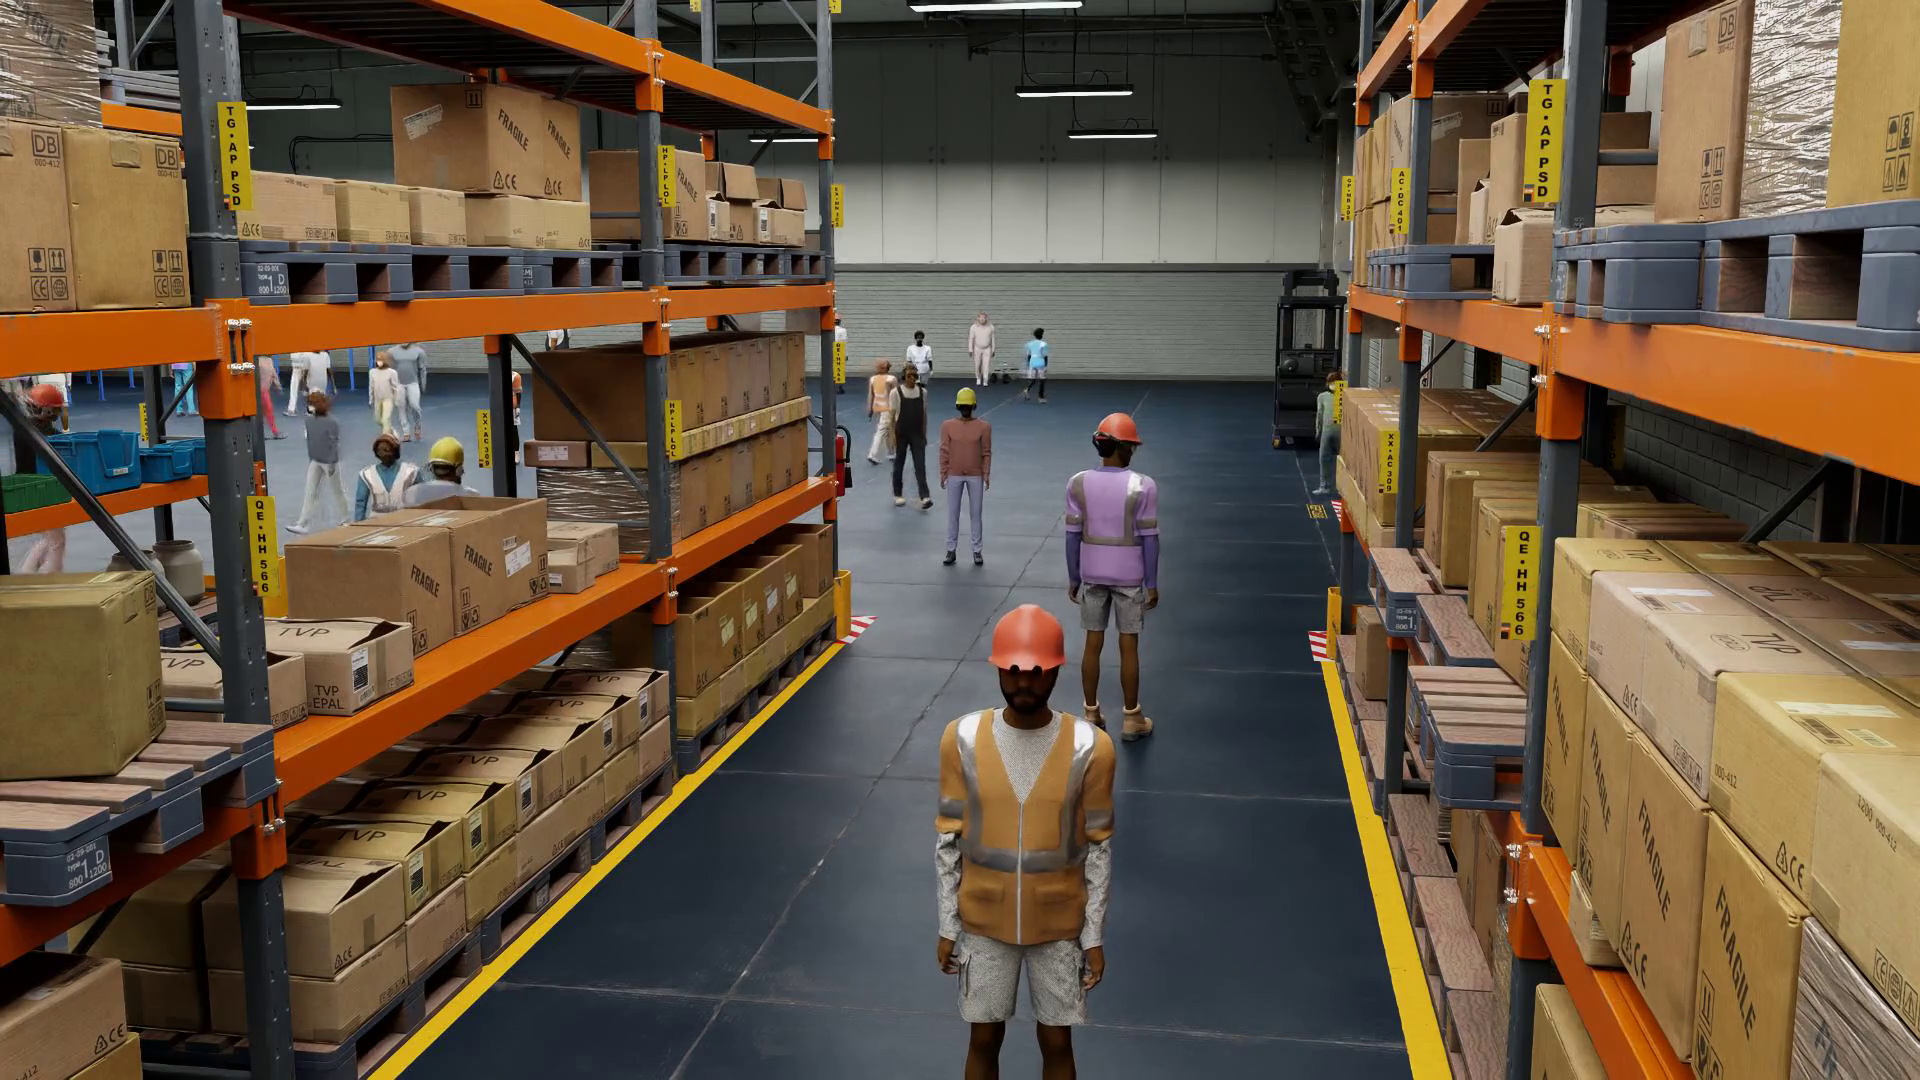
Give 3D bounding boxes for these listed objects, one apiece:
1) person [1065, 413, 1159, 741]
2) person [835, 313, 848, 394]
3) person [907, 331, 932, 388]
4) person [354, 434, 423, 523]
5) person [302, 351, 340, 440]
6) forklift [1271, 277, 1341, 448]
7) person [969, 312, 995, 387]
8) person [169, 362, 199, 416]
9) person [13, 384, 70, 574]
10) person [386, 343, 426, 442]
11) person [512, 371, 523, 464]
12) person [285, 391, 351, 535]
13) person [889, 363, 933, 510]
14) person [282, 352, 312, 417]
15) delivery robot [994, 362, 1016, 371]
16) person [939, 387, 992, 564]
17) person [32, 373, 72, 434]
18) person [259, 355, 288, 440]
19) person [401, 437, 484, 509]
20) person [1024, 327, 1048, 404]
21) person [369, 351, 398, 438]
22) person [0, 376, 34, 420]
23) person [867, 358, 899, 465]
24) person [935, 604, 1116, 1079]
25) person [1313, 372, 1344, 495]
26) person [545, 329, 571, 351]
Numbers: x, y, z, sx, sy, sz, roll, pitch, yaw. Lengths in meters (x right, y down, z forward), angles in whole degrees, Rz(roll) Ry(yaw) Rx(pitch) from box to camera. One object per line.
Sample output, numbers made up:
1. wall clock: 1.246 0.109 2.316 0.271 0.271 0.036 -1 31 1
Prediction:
1. person: 0.965 0.226 10.436 0.605 2.037 0.394 4 10 25
2. person: -2.935 -4.469 39.766 0.569 1.910 0.570 3 10 18
3. person: -0.853 -3.553 34.912 0.538 1.655 0.883 -2 9 -13
4. person: -4.580 -0.035 13.358 0.549 1.597 0.814 -1 9 -9
5. person: -11.108 -2.645 28.818 0.967 1.827 0.538 6 11 31
6. forklift: 5.847 -3.016 27.970 1.129 2.768 1.873 1 9 9
7. person: 0.564 -4.856 42.292 0.654 1.878 0.889 0 9 0
8. person: -15.657 -3.416 33.492 0.569 1.840 0.374 1 9 9
9. person: -7.798 -0.346 14.167 0.624 1.968 0.484 5 11 30
10. person: -9.487 -2.643 28.497 0.646 1.924 0.476 -2 9 -11
11. person: -6.894 -2.001 25.215 0.537 1.696 0.317 2 9 10
12. person: -7.077 -0.840 18.357 0.524 1.582 0.839 4 10 25
13. person: -0.626 -1.284 20.506 0.543 1.788 0.986 -4 10 -21
14. person: -13.225 -3.371 33.290 0.610 1.816 0.947 4 10 23
15. delivery robot: 1.177 -4.557 43.536 0.335 0.223 0.699 8 12 42
16. person: 0.052 -0.643 16.634 0.526 1.768 0.314 1 9 4
17. person: -15.518 -2.695 28.421 0.607 2.048 0.370 -5 10 -27
18. person: -11.913 -2.582 28.727 0.791 1.722 0.523 0 9 0
19. person: -3.430 0.223 11.114 0.610 1.819 0.565 1 9 6
20. person: 1.676 -3.830 36.559 0.540 1.685 0.565 7 11 36
21. person: -9.365 -2.273 27.109 0.511 1.615 0.609 2 9 14
22. person: -17.618 -3.037 31.044 0.984 1.871 0.610 7 11 35
23. person: -1.180 -1.965 25.311 0.507 1.589 0.894 7 11 37
24. person: 0.191 1.147 5.046 0.544 1.943 0.347 1 9 6
25. person: 4.937 -1.398 21.811 0.540 1.605 0.479 4 10 24
26. person: -9.557 -4.454 39.419 0.538 2.000 0.683 3 10 18
